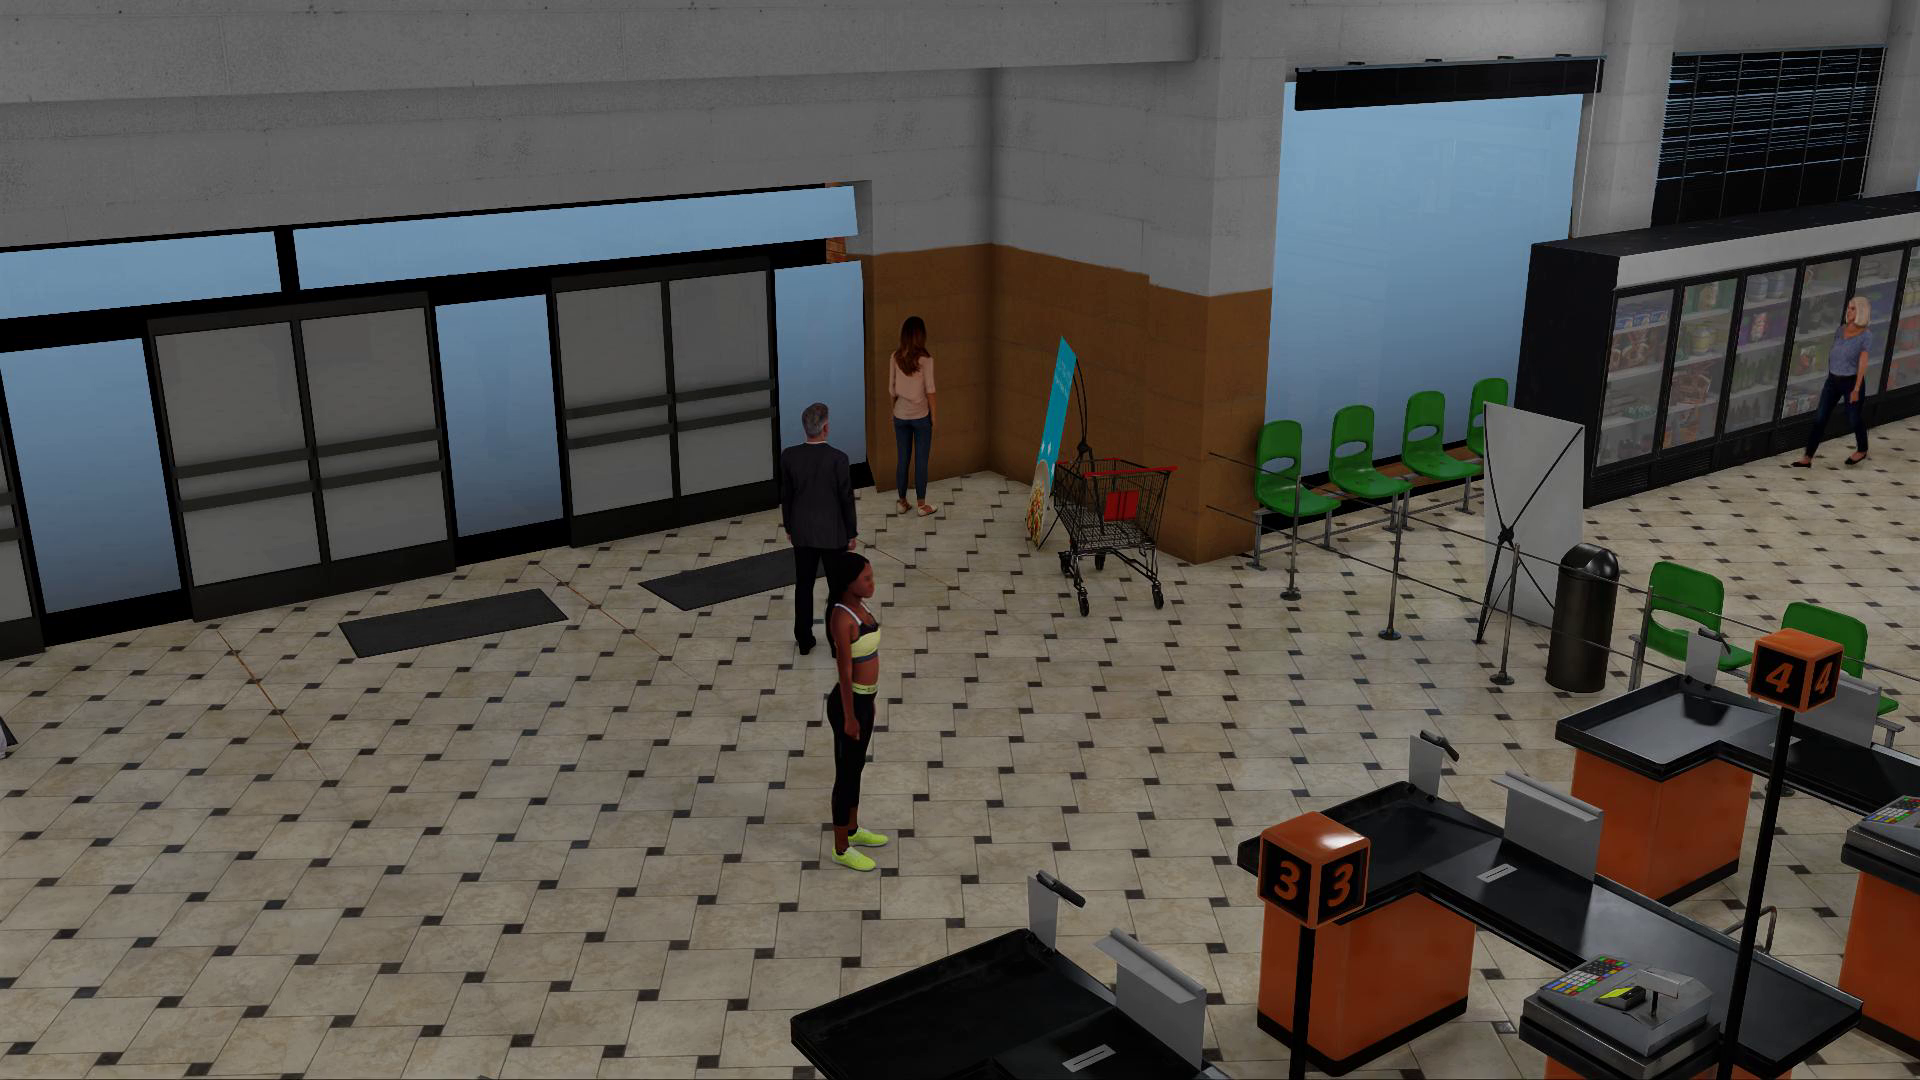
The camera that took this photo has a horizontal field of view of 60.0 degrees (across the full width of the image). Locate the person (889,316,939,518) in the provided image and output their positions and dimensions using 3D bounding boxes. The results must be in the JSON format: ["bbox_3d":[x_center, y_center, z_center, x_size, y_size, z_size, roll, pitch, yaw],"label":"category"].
[{"bbox_3d":[-0.424,-1.102,14.808,0.622,1.791,0.738,9,20,24],"label":"person"}]

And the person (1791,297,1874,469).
[{"bbox_3d":[8.660,-1.491,16.134,0.850,1.680,1.130,-7,20,-19],"label":"person"}]

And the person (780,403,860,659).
[{"bbox_3d":[-0.979,-0.072,11.671,0.774,1.842,0.862,5,19,15],"label":"person"}]

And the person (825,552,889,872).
[{"bbox_3d":[-0.586,0.898,8.930,0.693,1.755,0.639,4,19,11],"label":"person"}]
